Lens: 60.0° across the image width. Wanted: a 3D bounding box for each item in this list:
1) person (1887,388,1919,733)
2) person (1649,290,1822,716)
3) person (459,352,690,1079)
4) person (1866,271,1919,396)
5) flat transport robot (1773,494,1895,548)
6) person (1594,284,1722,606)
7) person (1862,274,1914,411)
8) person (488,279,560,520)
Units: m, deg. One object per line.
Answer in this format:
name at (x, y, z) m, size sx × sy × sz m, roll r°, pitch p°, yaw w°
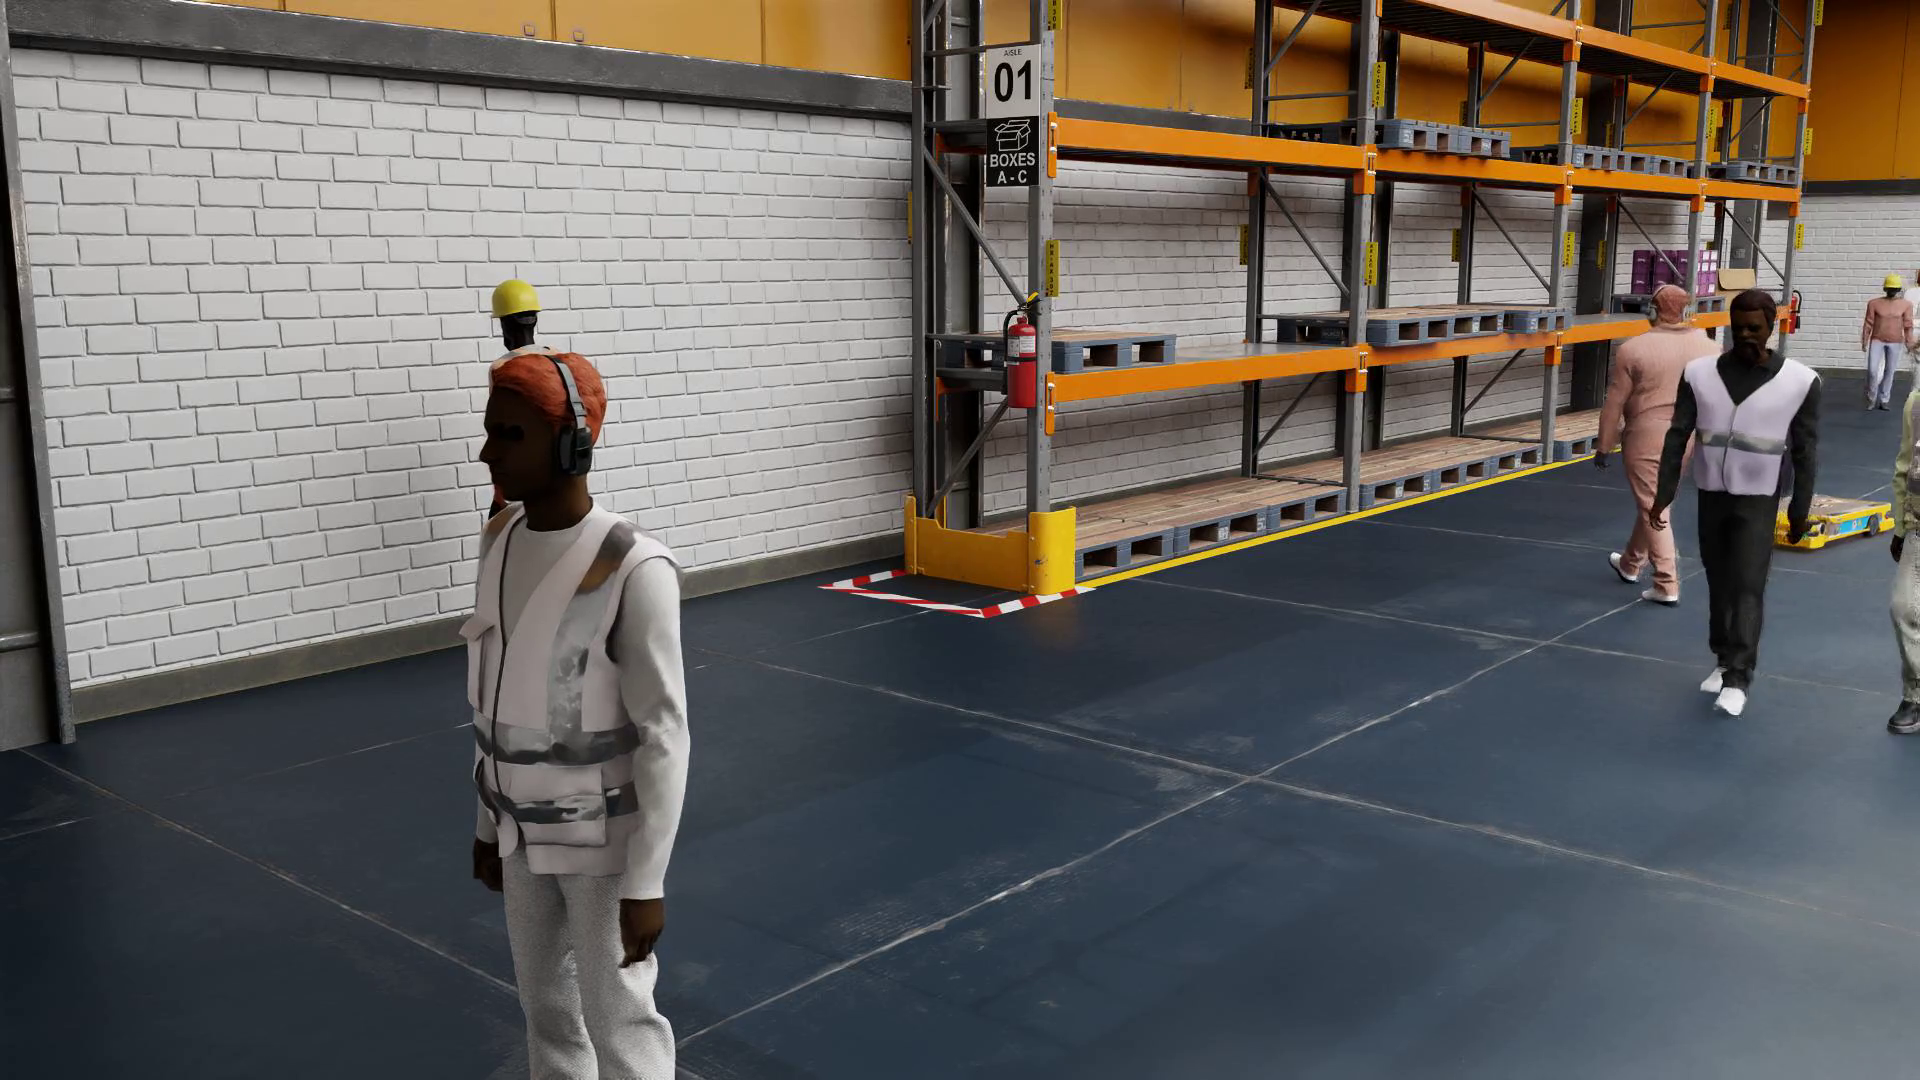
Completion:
person at (4.178, -0.032, 6.940) m, size 0.502 × 1.800 × 0.613 m, roll -9°, pitch 13°, yaw -41°
person at (3.465, -0.170, 7.516) m, size 0.616 × 1.884 × 0.896 m, roll 10°, pitch 14°, yaw 43°
person at (-0.754, 0.583, 3.212) m, size 0.573 × 1.883 × 0.356 m, roll 9°, pitch 13°, yaw 42°
person at (12.869, -2.796, 22.639) m, size 0.991 × 1.835 × 0.602 m, roll -4°, pitch 11°, yaw -23°
flat transport robot at (6.124, -0.153, 11.985) m, size 1.431 × 0.197 × 0.652 m, roll -8°, pitch 13°, yaw -39°
person at (4.126, -0.587, 9.937) m, size 0.669 × 1.850 × 0.980 m, roll -1°, pitch 10°, yaw -7°
person at (11.823, -2.509, 21.201) m, size 0.557 × 1.732 × 0.578 m, roll 5°, pitch 11°, yaw 25°
person at (-2.097, -0.291, 8.067) m, size 0.368 × 1.923 × 0.595 m, roll 3°, pitch 10°, yaw 17°
